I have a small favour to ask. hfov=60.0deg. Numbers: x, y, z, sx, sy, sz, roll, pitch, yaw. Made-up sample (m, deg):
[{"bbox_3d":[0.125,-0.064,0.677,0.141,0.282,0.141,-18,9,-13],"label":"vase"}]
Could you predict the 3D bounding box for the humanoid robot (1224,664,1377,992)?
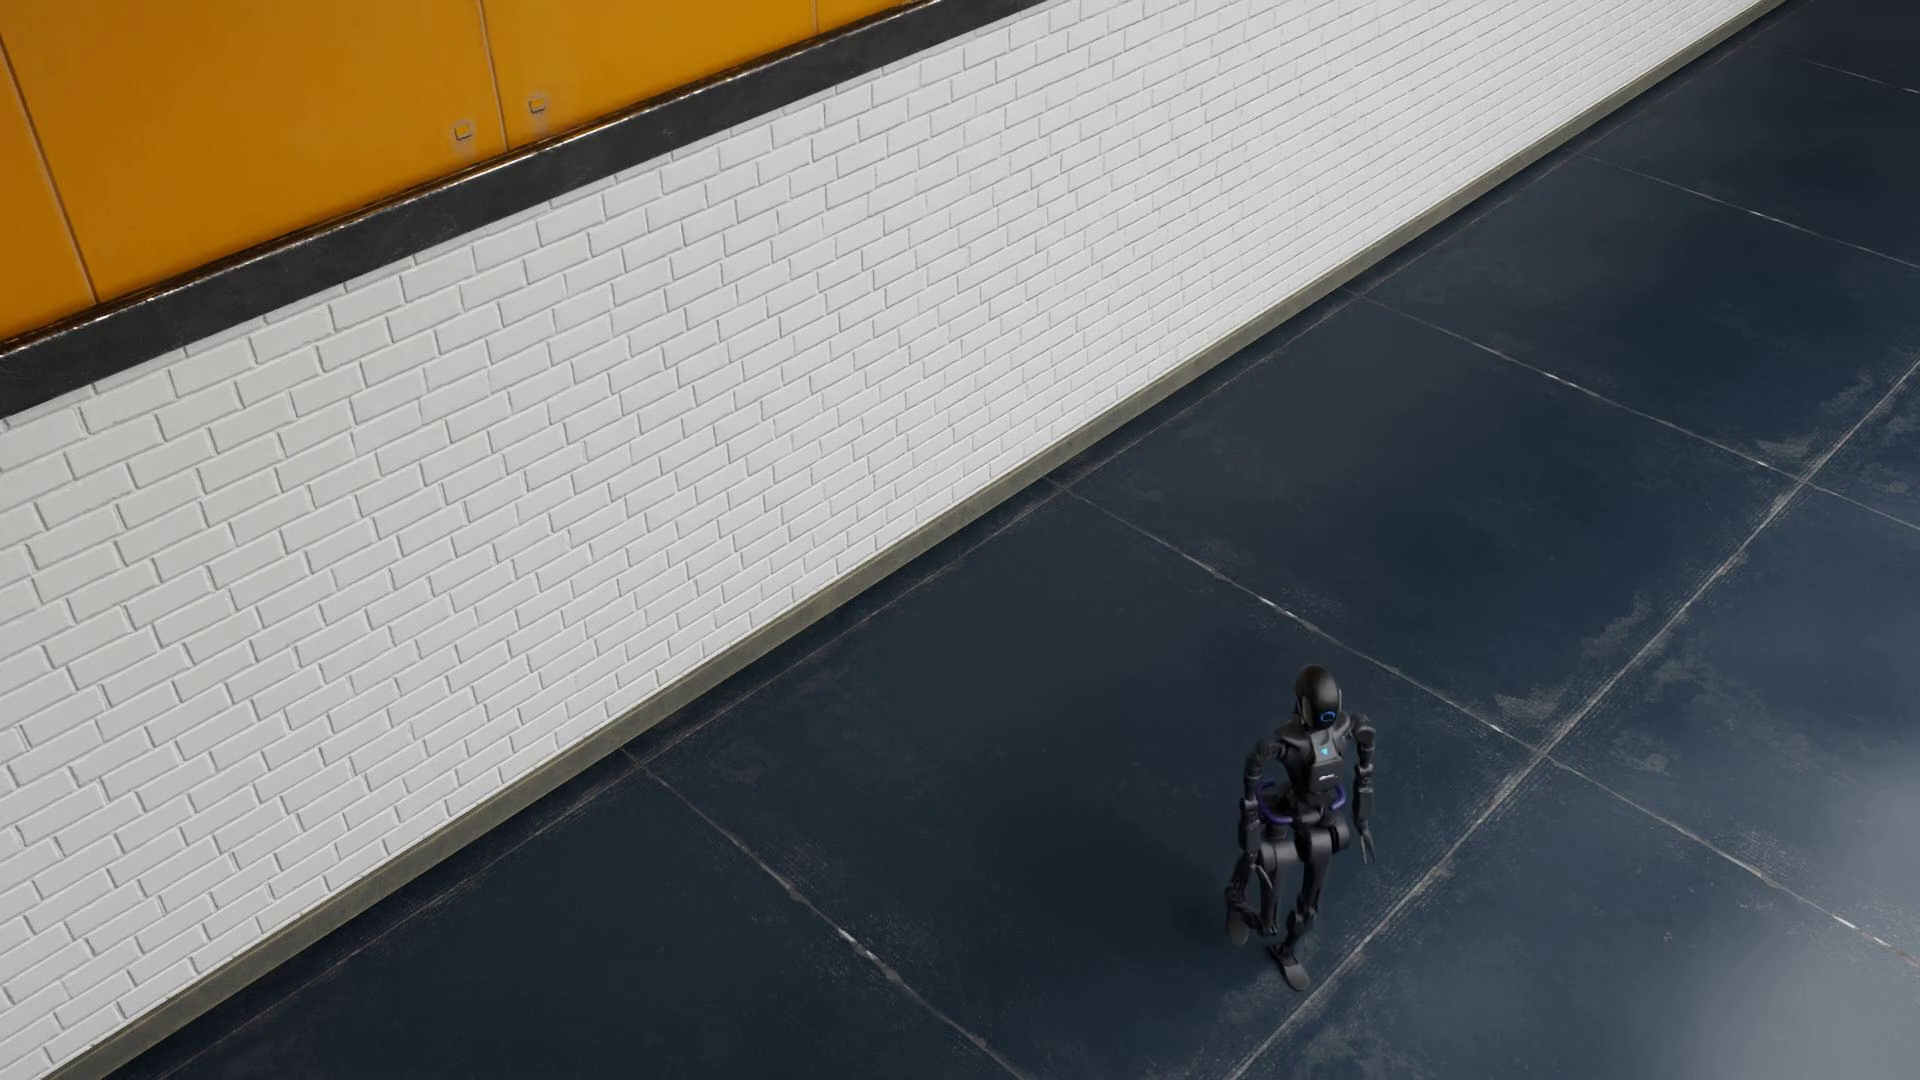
[{"bbox_3d":[1.313,1.094,6.429,0.588,1.648,0.425,-12,40,-14],"label":"humanoid robot"}]
